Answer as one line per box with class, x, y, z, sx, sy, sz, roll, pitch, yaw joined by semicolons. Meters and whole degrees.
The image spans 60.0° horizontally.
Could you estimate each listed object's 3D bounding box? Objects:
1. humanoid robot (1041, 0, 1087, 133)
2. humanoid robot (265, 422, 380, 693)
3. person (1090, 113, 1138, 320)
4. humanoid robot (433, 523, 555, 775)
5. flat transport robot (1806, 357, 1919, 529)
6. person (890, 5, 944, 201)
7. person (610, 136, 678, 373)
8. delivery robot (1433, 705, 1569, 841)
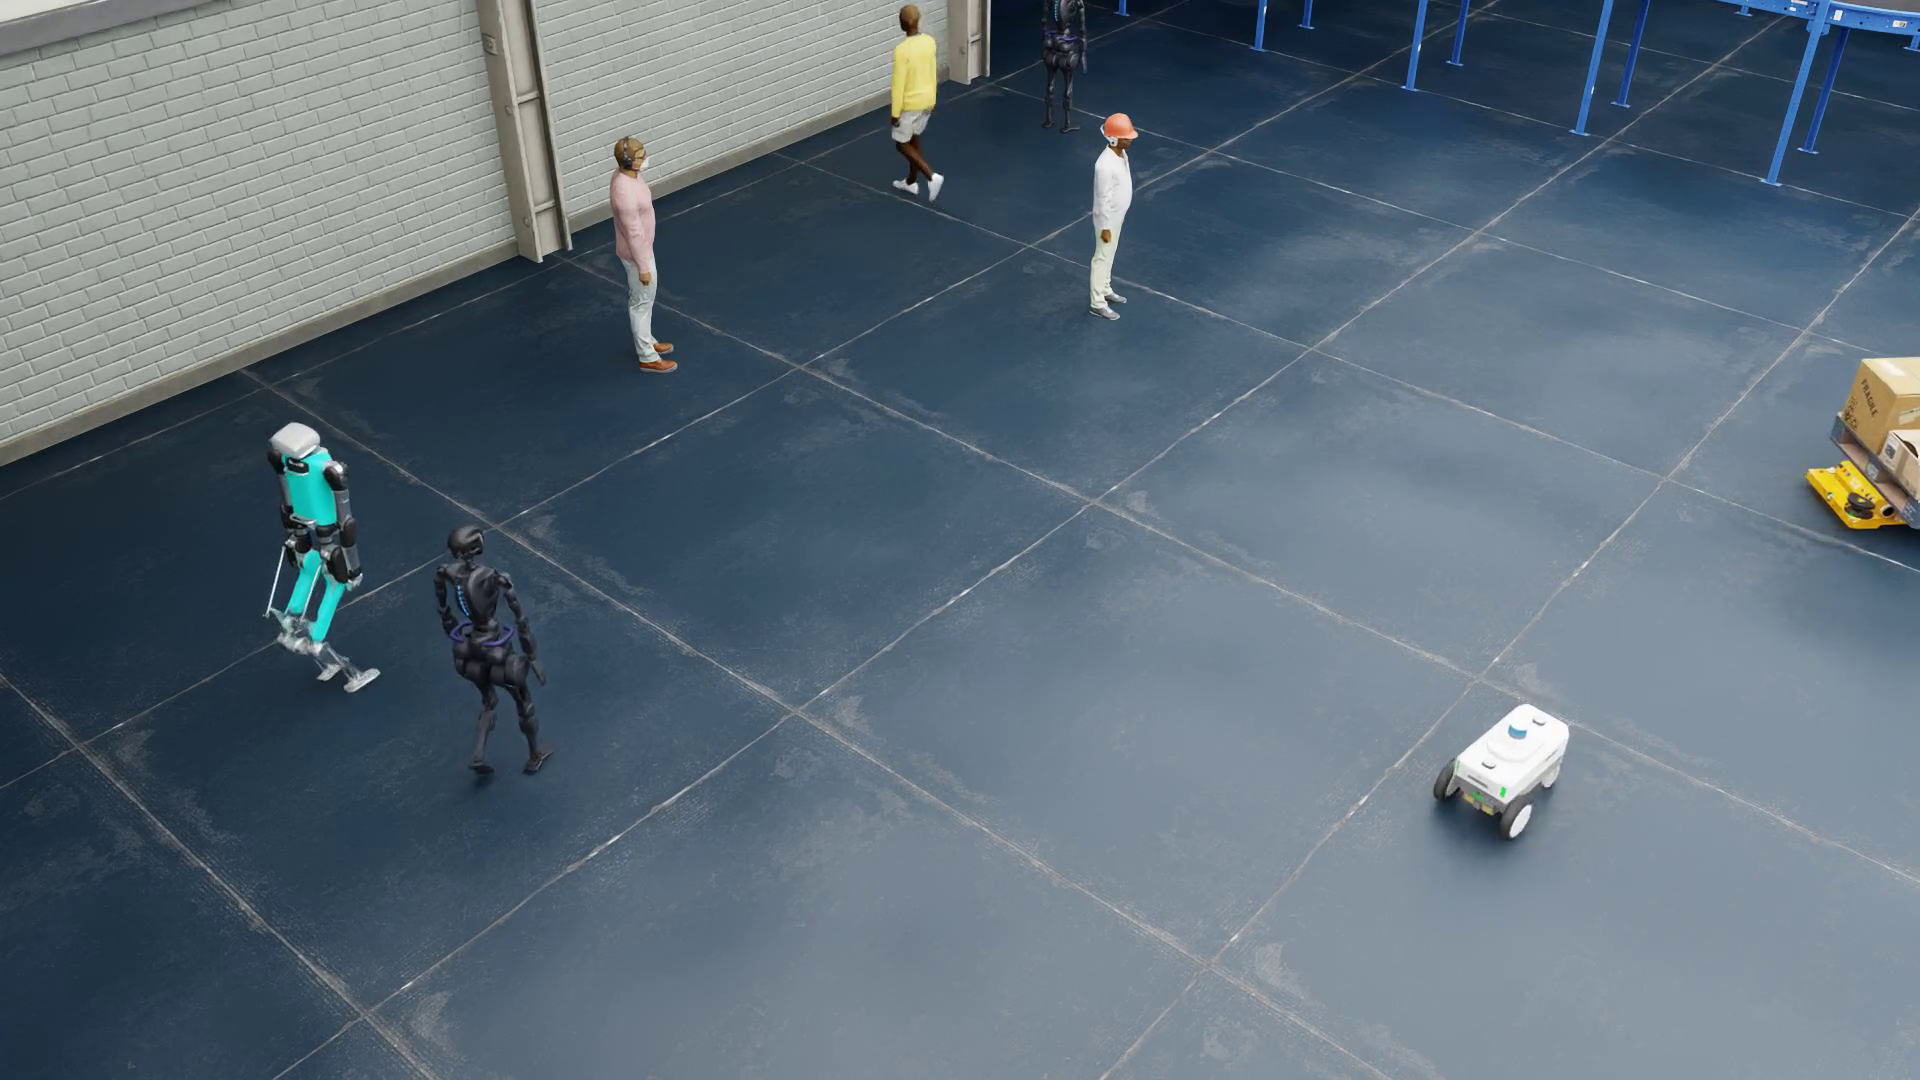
humanoid robot;1.061;-5.112;17.338;0.599;1.659;0.315;27;43;32
humanoid robot;-3.867;0.195;9.813;0.534;1.761;0.683;15;38;20
person;1.283;-2.725;13.932;0.325;1.752;0.560;10;37;14
humanoid robot;-2.641;0.660;9.247;0.601;1.637;0.488;11;37;14
flat transport robot;6.913;-0.356;11.888;1.431;0.231;0.659;-2;36;-3
person;-0.407;-4.131;15.807;0.677;1.879;0.546;28;44;33
person;-2.520;-2.253;13.114;0.373;1.940;0.629;-7;36;-10
delivery robot;3.091;1.254;9.365;0.769;0.577;0.499;-29;44;-34
